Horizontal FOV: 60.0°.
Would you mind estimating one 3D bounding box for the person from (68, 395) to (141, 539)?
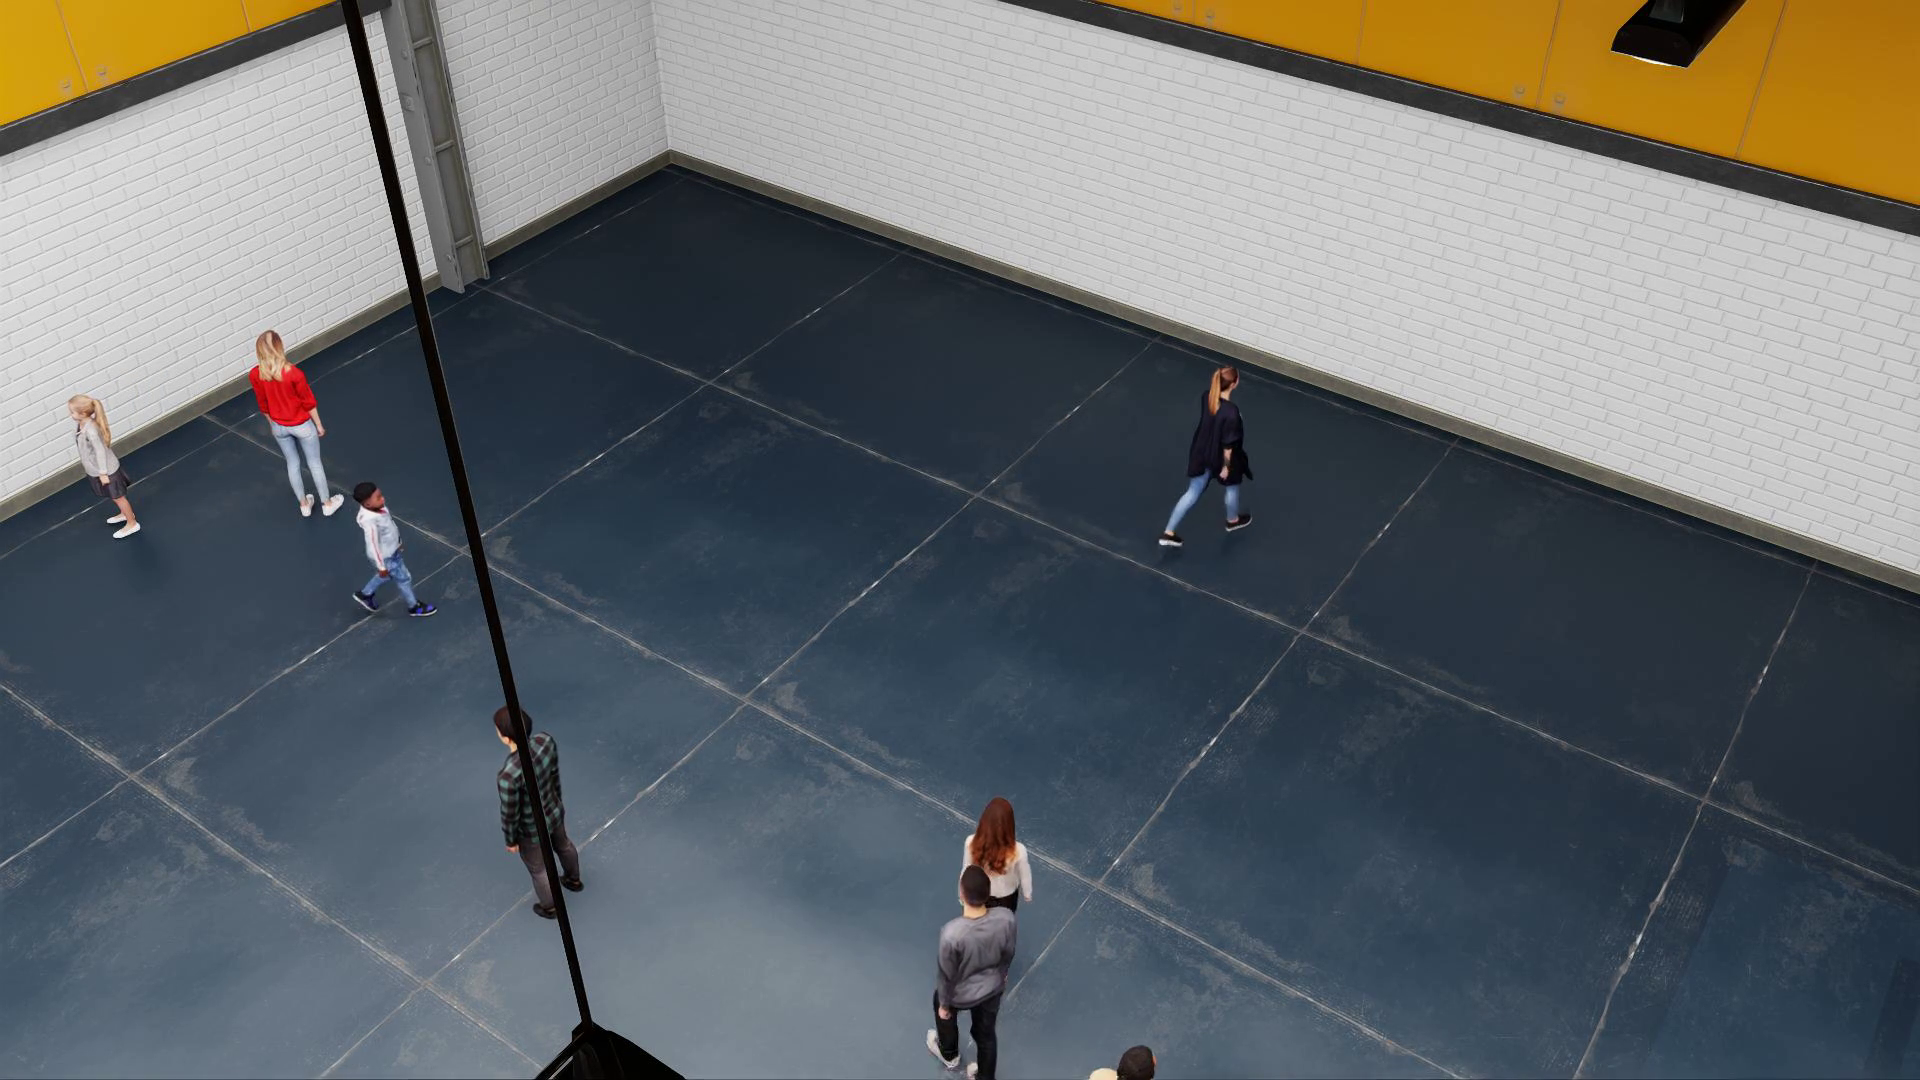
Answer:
[{"bbox_3d":[-6.835,-0.609,13.251,0.611,1.275,0.582,-22,44,-26],"label":"person"}]

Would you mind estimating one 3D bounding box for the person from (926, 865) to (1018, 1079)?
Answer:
[{"bbox_3d":[0.104,2.478,9.011,0.864,1.743,0.891,-16,41,-19],"label":"person"}]

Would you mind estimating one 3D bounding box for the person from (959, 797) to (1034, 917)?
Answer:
[{"bbox_3d":[0.181,2.117,9.680,0.626,1.472,0.630,12,40,14],"label":"person"}]

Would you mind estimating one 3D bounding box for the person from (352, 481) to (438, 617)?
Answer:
[{"bbox_3d":[-4.353,0.072,12.424,0.864,1.242,0.789,-7,39,-9],"label":"person"}]

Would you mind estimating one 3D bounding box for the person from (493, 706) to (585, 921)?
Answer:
[{"bbox_3d":[-2.585,1.662,10.150,0.736,1.708,0.525,17,42,20],"label":"person"}]

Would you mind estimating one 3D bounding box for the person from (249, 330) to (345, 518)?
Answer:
[{"bbox_3d":[-5.330,-0.918,13.293,0.687,1.705,0.698,1,39,1],"label":"person"}]

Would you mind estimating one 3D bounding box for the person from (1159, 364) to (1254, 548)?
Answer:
[{"bbox_3d":[1.916,-0.612,12.958,1.216,1.645,0.929,-21,43,-24],"label":"person"}]

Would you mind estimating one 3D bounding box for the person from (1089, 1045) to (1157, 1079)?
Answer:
[{"bbox_3d":[0.752,3.140,8.210,0.668,1.707,1.158,24,45,27],"label":"person"}]
